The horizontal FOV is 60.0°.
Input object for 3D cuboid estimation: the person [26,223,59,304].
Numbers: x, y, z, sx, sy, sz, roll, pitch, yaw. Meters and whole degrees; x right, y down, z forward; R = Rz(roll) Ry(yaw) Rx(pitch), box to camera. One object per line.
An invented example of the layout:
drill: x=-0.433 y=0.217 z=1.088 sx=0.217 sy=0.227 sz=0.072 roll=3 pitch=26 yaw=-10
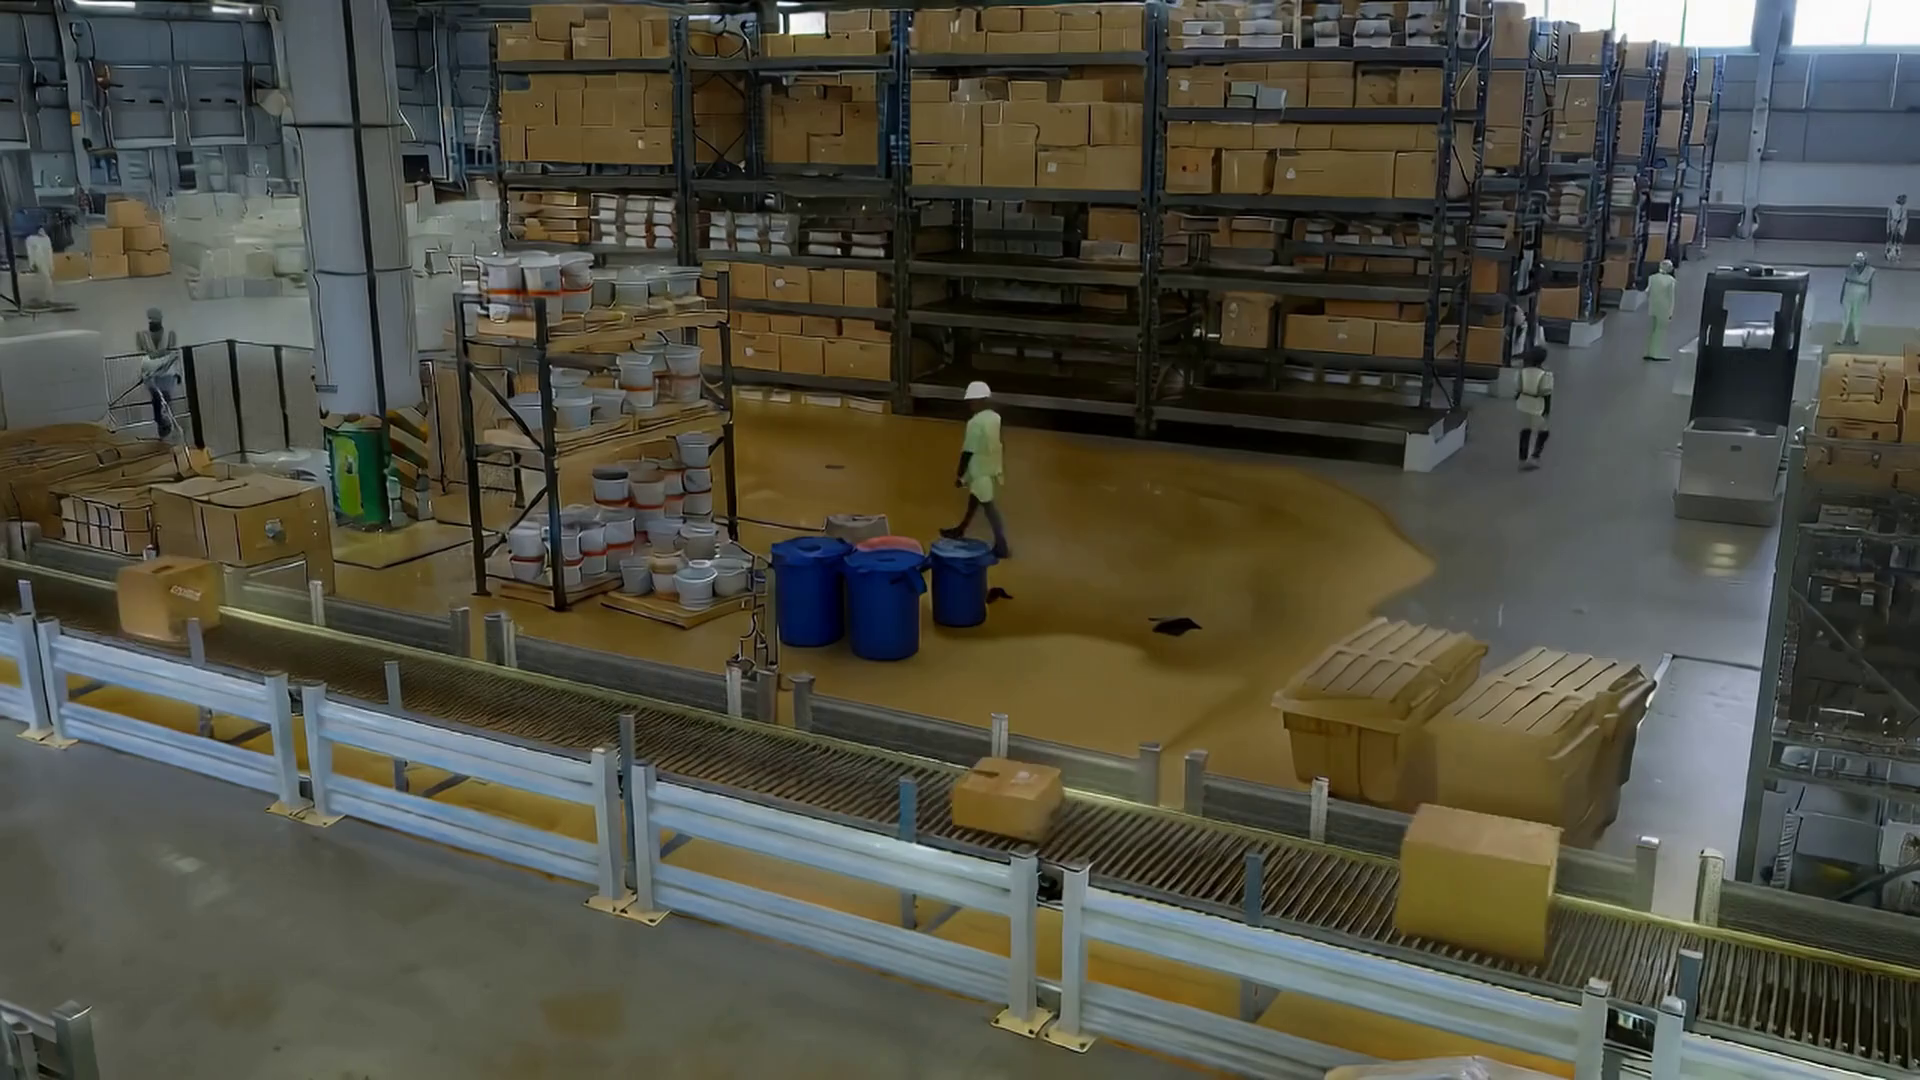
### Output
person: x=-21.925 y=-6.601 z=39.771 sx=0.499 sy=1.915 sz=0.624 roll=5 pitch=16 yaw=17

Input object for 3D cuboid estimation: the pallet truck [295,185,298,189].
pallet truck: x=-26.804 y=-14.617 z=69.738 sx=1.885 sy=1.965 sz=0.823 roll=-14 pitch=20 yaw=-42

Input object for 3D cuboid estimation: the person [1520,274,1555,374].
person: x=10.169 y=-3.866 z=29.725 sx=0.936 sy=1.799 sz=0.653 roll=10 pitch=18 yaw=33

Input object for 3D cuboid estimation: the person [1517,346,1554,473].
person: x=7.543 y=-1.719 z=21.847 sx=0.539 sy=1.683 sz=0.428 roll=14 pitch=20 yaw=42

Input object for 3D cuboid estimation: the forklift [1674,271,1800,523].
forklift: x=9.269 y=-1.763 z=19.726 sx=1.129 sy=2.768 sz=1.873 roll=8 pitch=17 yaw=27

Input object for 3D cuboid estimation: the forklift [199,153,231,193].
forklift: x=-27.440 y=-12.865 z=61.464 sx=1.873 sy=2.768 sz=1.129 roll=8 pitch=17 yaw=28

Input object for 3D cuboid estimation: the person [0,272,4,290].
person: x=-25.132 y=-7.457 z=42.741 sx=1.023 sy=2.000 sz=0.703 roll=7 pitch=17 yaw=25

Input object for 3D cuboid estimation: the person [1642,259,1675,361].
person: x=13.118 y=-4.297 z=31.140 sx=0.400 sy=1.901 sz=0.642 roll=-6 pitch=16 yaw=-23

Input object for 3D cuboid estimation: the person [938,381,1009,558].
person: x=0.143 y=-0.768 z=17.877 sx=0.964 sy=1.888 sz=0.573 roll=9 pitch=17 yaw=29

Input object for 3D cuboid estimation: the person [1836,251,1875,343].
person: x=18.054 y=-4.905 z=33.519 sx=0.565 sy=1.846 sz=0.390 roll=11 pitch=18 yaw=35

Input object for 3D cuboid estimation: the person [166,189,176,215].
person: x=-27.633 y=-11.478 z=58.514 sx=0.316 sy=1.695 sz=0.542 roll=10 pitch=18 yaw=33

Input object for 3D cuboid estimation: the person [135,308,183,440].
person: x=-11.583 y=-2.418 z=24.107 sx=0.557 sy=1.878 sz=0.974 roll=-9 pitch=17 yaw=-31

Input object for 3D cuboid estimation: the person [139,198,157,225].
person: x=-24.277 y=-9.302 z=49.920 sx=0.643 sy=1.916 sz=0.603 roll=6 pitch=16 yaw=23

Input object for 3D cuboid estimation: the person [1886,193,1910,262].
person: x=28.288 y=-9.423 z=50.144 sx=0.393 sy=2.036 sz=0.605 roll=-10 pitch=18 yaw=-34

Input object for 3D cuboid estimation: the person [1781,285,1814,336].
person: x=15.514 y=-4.064 z=30.856 sx=0.877 sy=1.583 sz=0.509 roll=-13 pitch=20 yaw=-40
